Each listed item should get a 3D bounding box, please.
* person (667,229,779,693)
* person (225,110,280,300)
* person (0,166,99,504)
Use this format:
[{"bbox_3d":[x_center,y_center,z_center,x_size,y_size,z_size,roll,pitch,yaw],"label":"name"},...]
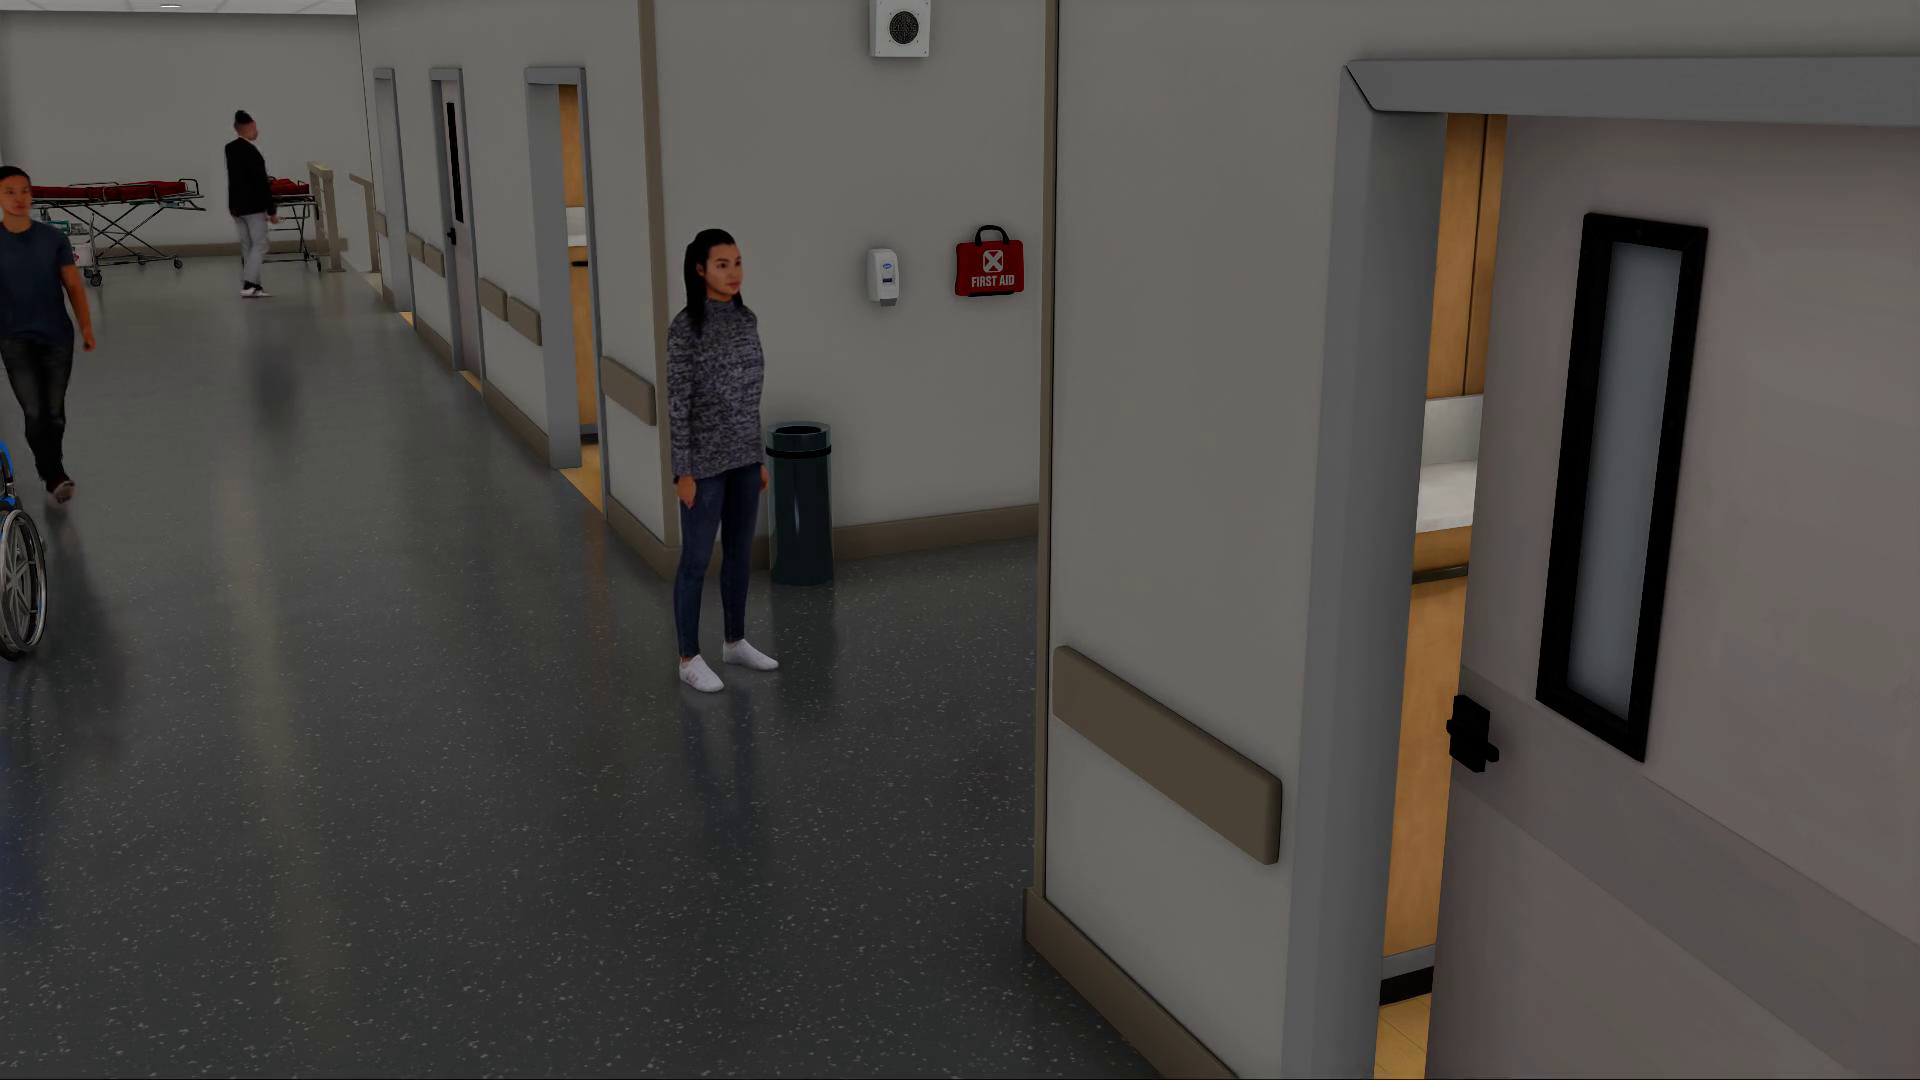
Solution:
[{"bbox_3d":[-0.915,-0.311,6.331,0.670,1.731,0.684,12,20,37],"label":"person"},{"bbox_3d":[-7.324,-3.440,17.097,0.927,1.911,1.036,5,17,18],"label":"person"},{"bbox_3d":[-5.047,-1.090,9.030,0.936,1.766,1.237,-14,21,-41],"label":"person"}]
